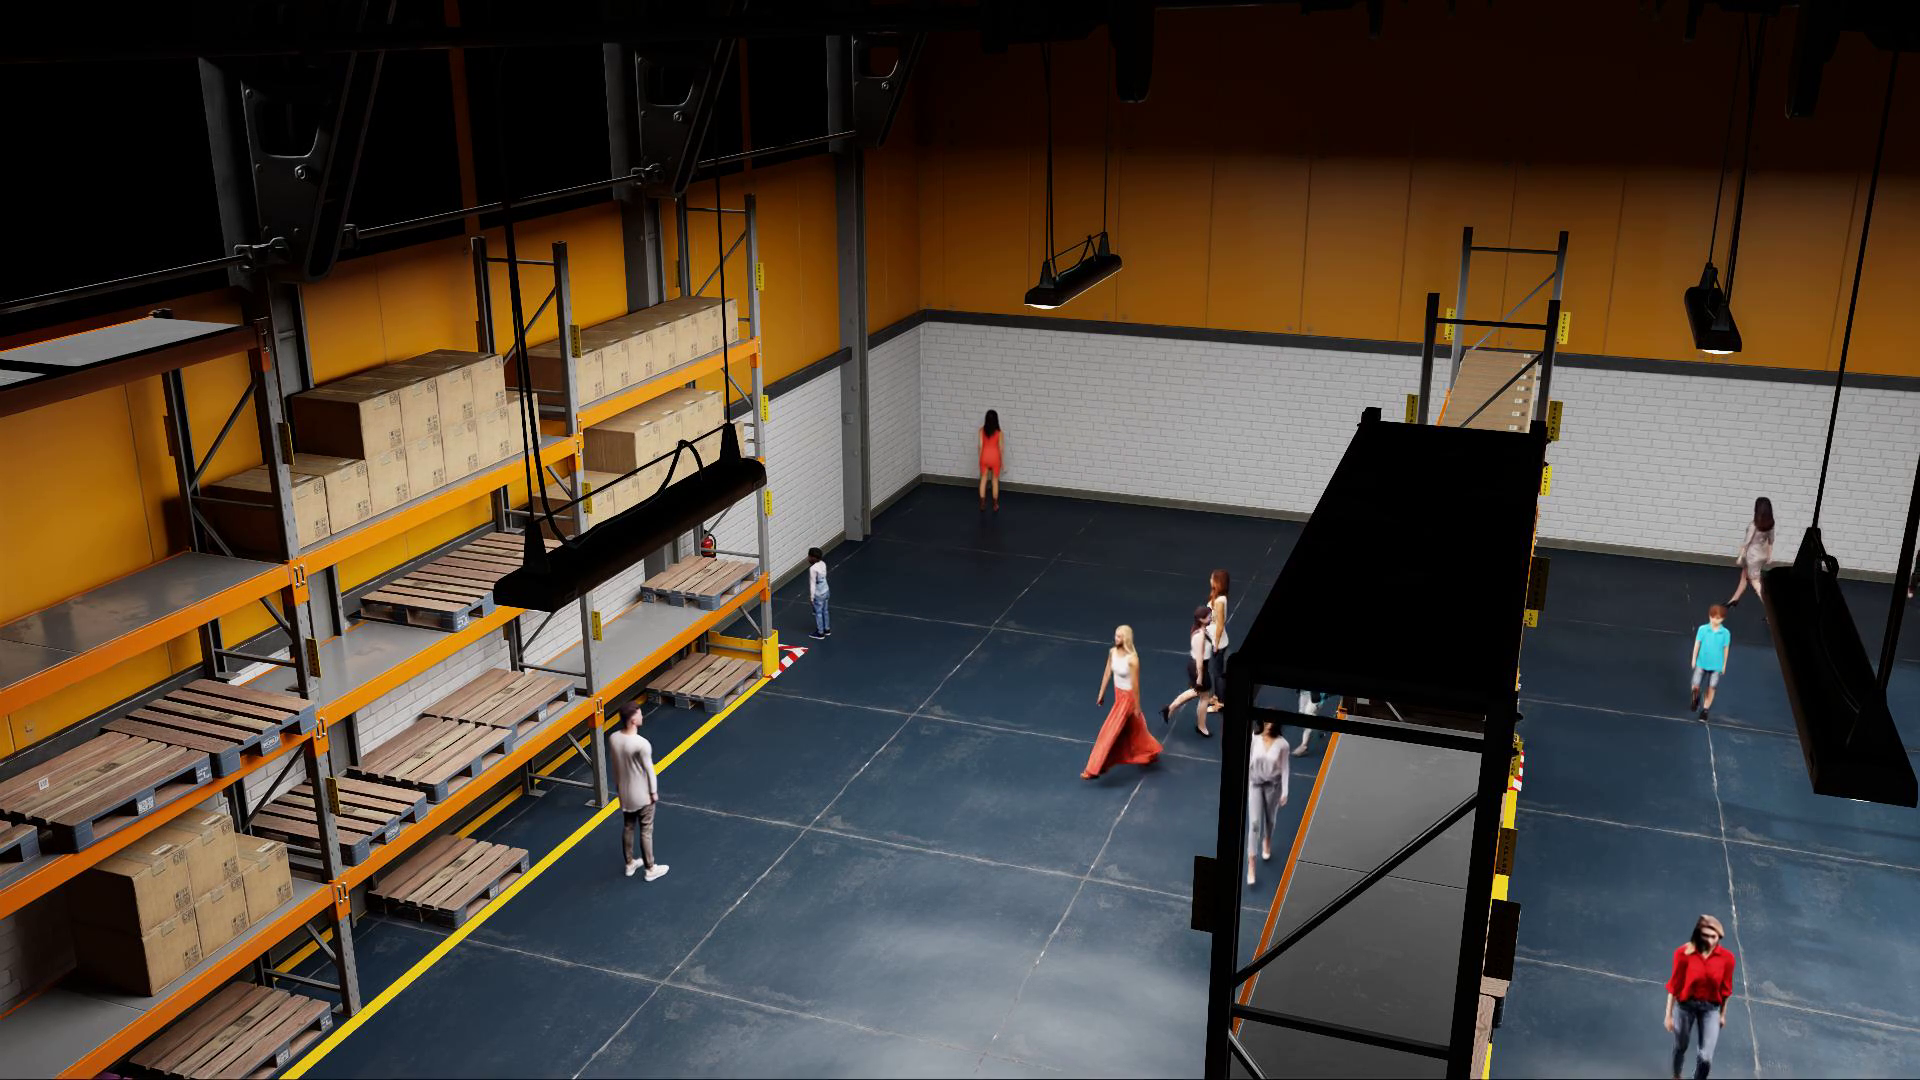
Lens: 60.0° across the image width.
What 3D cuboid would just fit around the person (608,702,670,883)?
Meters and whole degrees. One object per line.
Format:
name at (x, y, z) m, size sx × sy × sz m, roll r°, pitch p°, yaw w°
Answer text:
person at (-3.147, 2.426, 16.130) m, size 0.702 × 1.835 × 0.612 m, roll 10°, pitch 21°, yaw 28°

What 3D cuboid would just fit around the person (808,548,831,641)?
person at (-1.881, 0.698, 22.171) m, size 0.557 × 1.255 × 0.453 m, roll 10°, pitch 21°, yaw 28°

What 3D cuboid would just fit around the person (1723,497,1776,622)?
person at (10.894, 0.299, 22.648) m, size 1.091 × 1.707 × 1.136 m, roll -9°, pitch 21°, yaw -25°

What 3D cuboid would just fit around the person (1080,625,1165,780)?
person at (1.885, 1.774, 18.209) m, size 1.293 × 1.743 × 1.231 m, roll -8°, pitch 20°, yaw -23°

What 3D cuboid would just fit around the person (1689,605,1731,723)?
person at (8.900, 1.428, 19.710) m, size 0.550 × 1.442 × 0.648 m, roll 9°, pitch 21°, yaw 26°

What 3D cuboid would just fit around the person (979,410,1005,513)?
person at (0.504, -1.305, 27.390) m, size 0.607 × 1.720 × 0.583 m, roll 3°, pitch 19°, yaw 10°

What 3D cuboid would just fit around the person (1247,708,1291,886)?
person at (3.003, 2.440, 16.272) m, size 0.677 × 1.718 × 1.054 m, roll 4°, pitch 19°, yaw 12°

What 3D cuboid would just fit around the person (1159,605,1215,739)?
person at (2.671, 1.520, 19.139) m, size 0.803 × 1.632 × 0.882 m, roll 0°, pitch 19°, yaw 0°

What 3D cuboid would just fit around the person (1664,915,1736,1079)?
person at (5.684, 3.601, 12.878) m, size 0.679 × 1.684 × 0.757 m, roll 4°, pitch 19°, yaw 13°

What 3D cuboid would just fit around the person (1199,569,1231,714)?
person at (3.084, 1.196, 19.861) m, size 0.695 × 1.785 × 0.545 m, roll 2°, pitch 19°, yaw 5°
